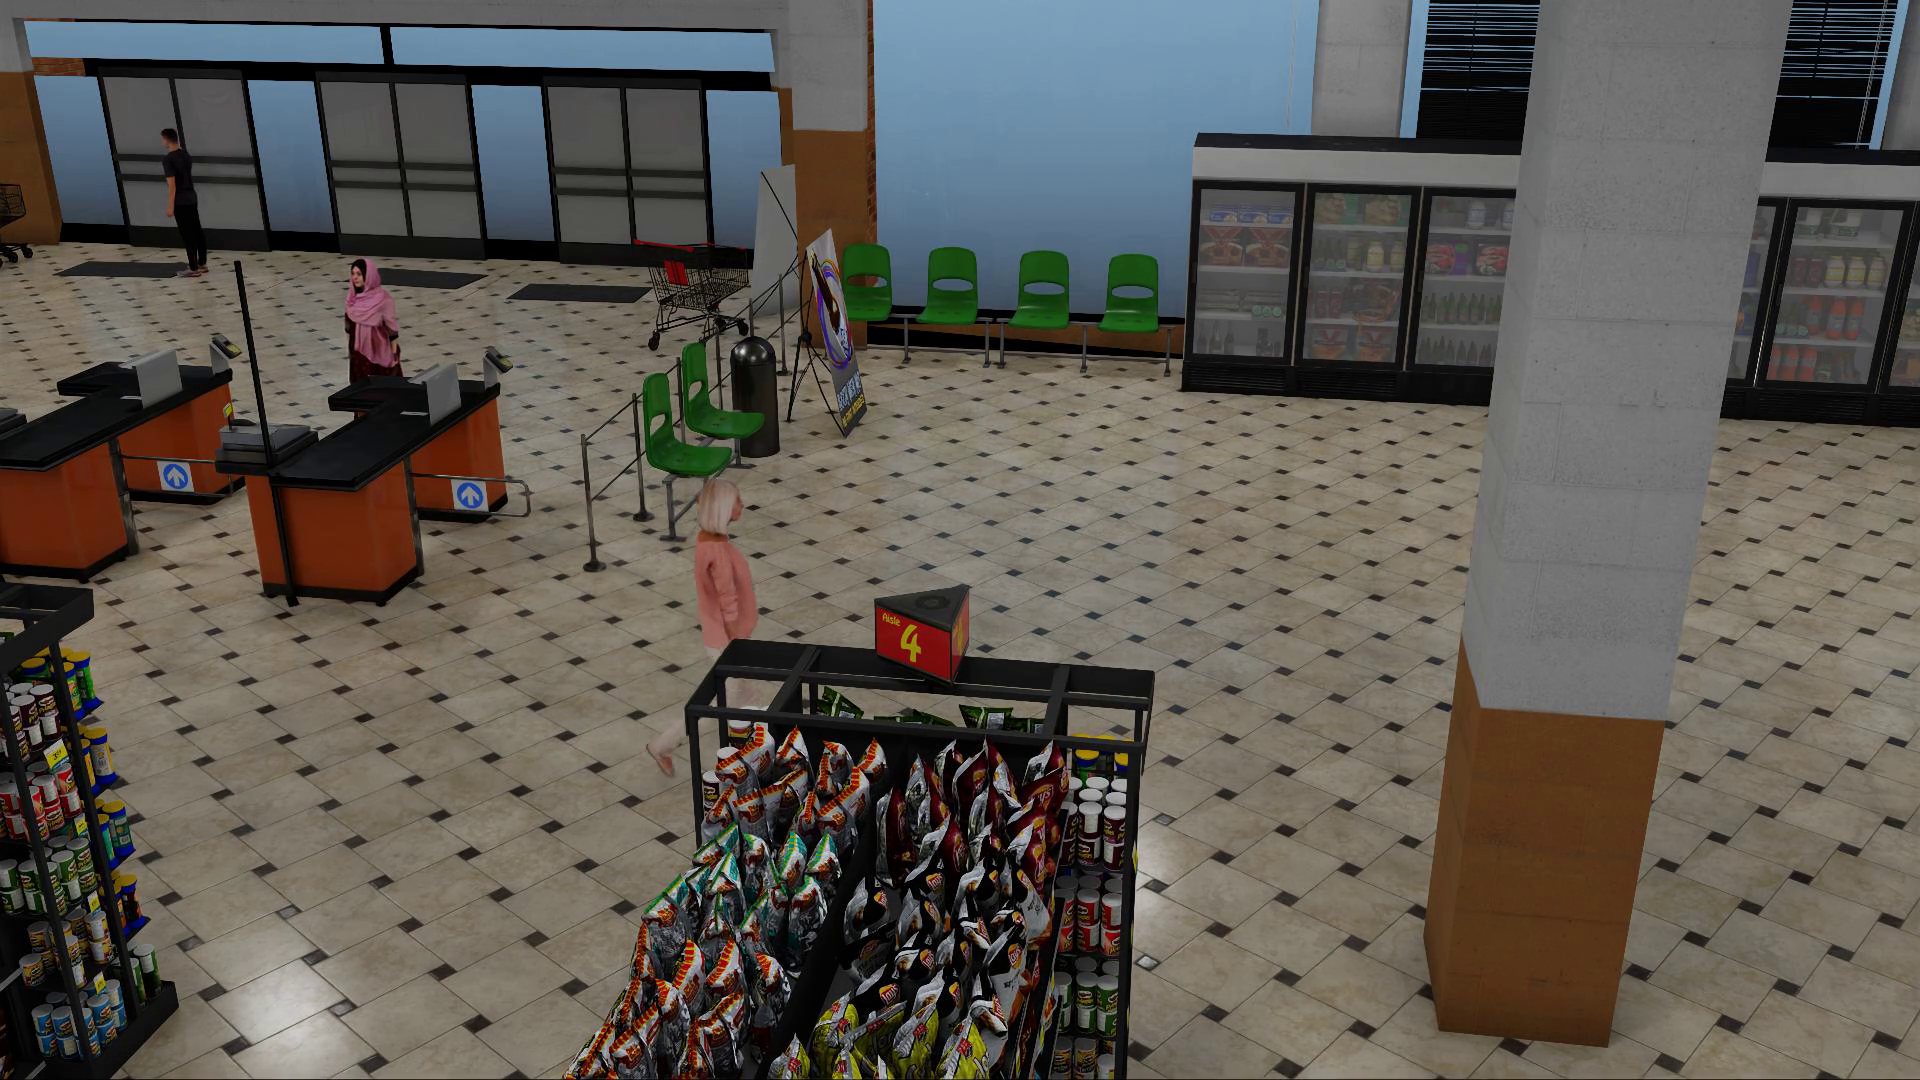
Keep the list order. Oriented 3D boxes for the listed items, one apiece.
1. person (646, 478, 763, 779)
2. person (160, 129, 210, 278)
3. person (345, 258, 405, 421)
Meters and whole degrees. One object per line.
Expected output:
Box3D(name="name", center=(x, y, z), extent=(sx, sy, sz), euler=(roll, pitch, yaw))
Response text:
Box3D(name="person", center=(-1.321, 0.502, 8.811), extent=(0.964, 1.701, 1.072), euler=(-6, 23, -15))
Box3D(name="person", center=(-9.412, -4.093, 20.167), extent=(0.713, 1.760, 0.505), euler=(2, 22, 5))
Box3D(name="person", center=(-4.960, -1.583, 14.083), extent=(0.670, 1.639, 0.602), euler=(6, 23, 14))
